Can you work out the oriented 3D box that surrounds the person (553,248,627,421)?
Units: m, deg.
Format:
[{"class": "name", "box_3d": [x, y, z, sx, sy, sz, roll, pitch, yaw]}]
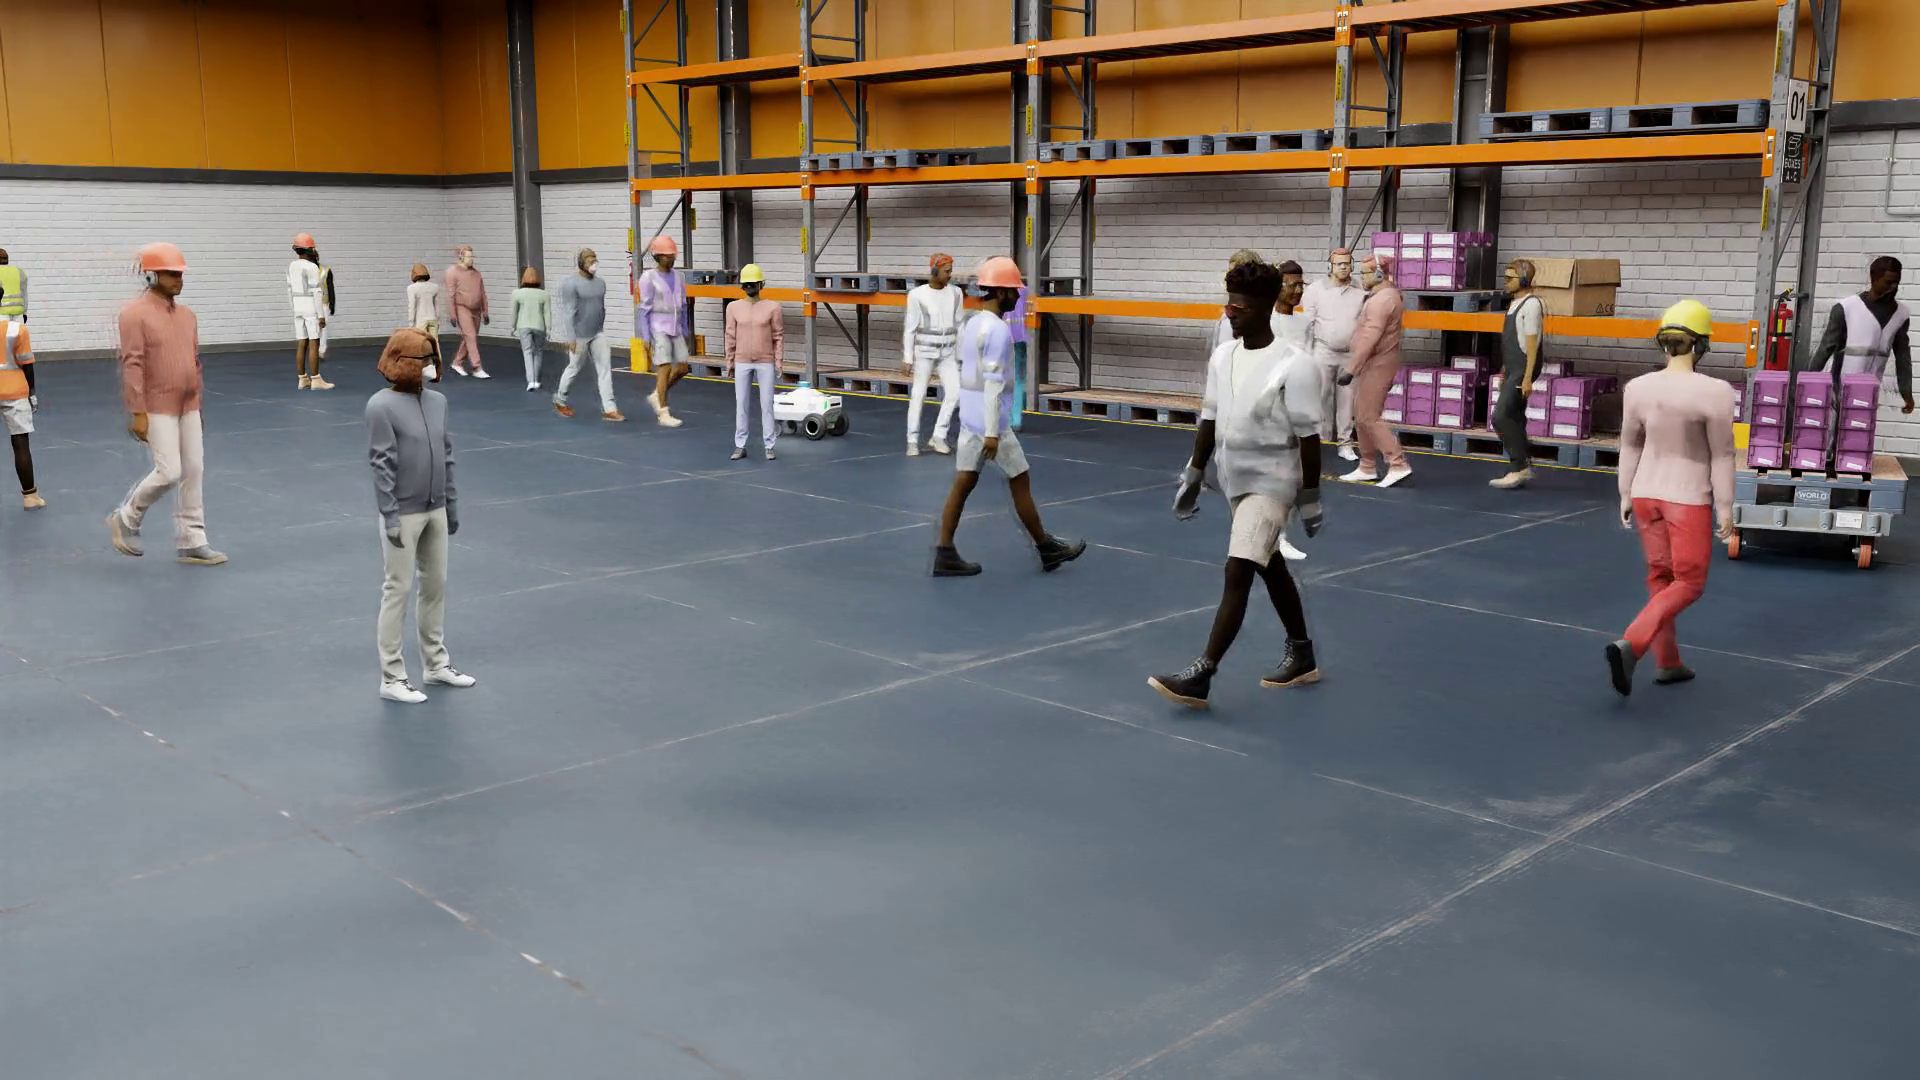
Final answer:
[{"class": "person", "box_3d": [-4.138, -2.252, 18.251, 1.010, 1.897, 0.641, 7, 12, 33]}]

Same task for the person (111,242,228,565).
[{"class": "person", "box_3d": [-4.869, -0.820, 10.168, 0.596, 1.982, 0.632, 3, 11, 15]}]

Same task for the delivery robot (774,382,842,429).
[{"class": "delivery robot", "box_3d": [-1.548, -1.346, 16.684, 0.707, 0.478, 0.477, 6, 12, 27]}]

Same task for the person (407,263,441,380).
[{"class": "person", "box_3d": [-7.432, -3.012, 23.080, 0.279, 1.633, 0.497, 8, 13, 38]}]

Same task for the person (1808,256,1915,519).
[{"class": "person", "box_3d": [6.457, -1.078, 11.873, 0.650, 1.863, 0.888, -3, 11, -16]}]

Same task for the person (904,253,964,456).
[{"class": "person", "box_3d": [-0.249, -1.696, 15.277, 0.643, 1.858, 0.487, -6, 12, -28]}]

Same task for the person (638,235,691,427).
[{"class": "person", "box_3d": [-3.143, -2.214, 17.655, 0.540, 2.023, 0.634, 8, 13, 36]}]

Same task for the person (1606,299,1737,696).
[{"class": "person", "box_3d": [3.091, -0.177, 7.290, 0.721, 1.744, 0.531, -6, 12, -31]}]

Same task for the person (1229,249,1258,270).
[{"class": "person", "box_3d": [2.363, -1.384, 13.444, 0.505, 1.917, 0.638, -1, 10, -3]}]

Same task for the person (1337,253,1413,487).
[{"class": "person", "box_3d": [3.375, -1.359, 13.398, 0.608, 1.877, 0.660, 3, 11, 17]}]

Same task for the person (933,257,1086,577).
[{"class": "person", "box_3d": [0.264, -0.720, 9.881, 0.972, 1.884, 0.572, -4, 11, -19]}]

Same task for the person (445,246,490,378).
[{"class": "person", "box_3d": [-7.043, -3.257, 23.777, 0.878, 1.874, 0.653, 6, 12, 28]}]

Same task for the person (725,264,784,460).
[{"class": "person", "box_3d": [-1.851, -1.595, 14.988, 0.529, 1.767, 0.329, 0, 10, 2]}]

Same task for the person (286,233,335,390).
[{"class": "person", "box_3d": [-8.534, -2.986, 21.808, 0.615, 2.047, 0.359, 7, 12, 33]}]

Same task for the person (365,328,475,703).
[{"class": "person", "box_3d": [-2.376, -0.114, 7.297, 0.279, 1.630, 0.497, 4, 11, 22]}]

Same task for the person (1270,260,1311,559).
[{"class": "person", "box_3d": [1.988, -0.789, 10.313, 0.513, 1.872, 0.331, -7, 13, -35]}]

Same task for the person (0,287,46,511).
[{"class": "person", "box_3d": [-7.032, -1.041, 12.170, 0.532, 1.693, 0.319, -3, 11, -18]}]

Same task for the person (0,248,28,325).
[{"class": "person", "box_3d": [-13.568, -3.219, 23.652, 0.429, 1.840, 0.624, 6, 12, 28]}]

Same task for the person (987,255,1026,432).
[{"class": "person", "box_3d": [0.453, -2.022, 17.153, 0.653, 1.811, 0.528, -10, 14, -43]}]

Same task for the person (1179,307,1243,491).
[{"class": "person", "box_3d": [2.156, -1.228, 12.964, 0.948, 1.783, 0.601, 4, 11, 22]}]

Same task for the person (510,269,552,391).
[{"class": "person", "box_3d": [-5.611, -2.754, 21.800, 0.513, 1.589, 0.871, -4, 11, -19]}]

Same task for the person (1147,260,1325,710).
[{"class": "person", "box_3d": [1.231, -0.240, 7.196, 1.017, 1.911, 0.608, -5, 12, -27]}]

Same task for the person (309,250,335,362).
[{"class": "person", "box_3d": [-10.373, -3.748, 26.644, 0.622, 1.792, 0.965, -2, 11, -10]}]

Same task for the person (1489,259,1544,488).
[{"class": "person", "box_3d": [4.394, -1.305, 13.217, 0.423, 1.834, 0.538, 1, 10, 5]}]

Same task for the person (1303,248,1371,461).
[{"class": "person", "box_3d": [3.386, -1.656, 14.939, 0.640, 1.909, 0.409, -1, 10, -5]}]
